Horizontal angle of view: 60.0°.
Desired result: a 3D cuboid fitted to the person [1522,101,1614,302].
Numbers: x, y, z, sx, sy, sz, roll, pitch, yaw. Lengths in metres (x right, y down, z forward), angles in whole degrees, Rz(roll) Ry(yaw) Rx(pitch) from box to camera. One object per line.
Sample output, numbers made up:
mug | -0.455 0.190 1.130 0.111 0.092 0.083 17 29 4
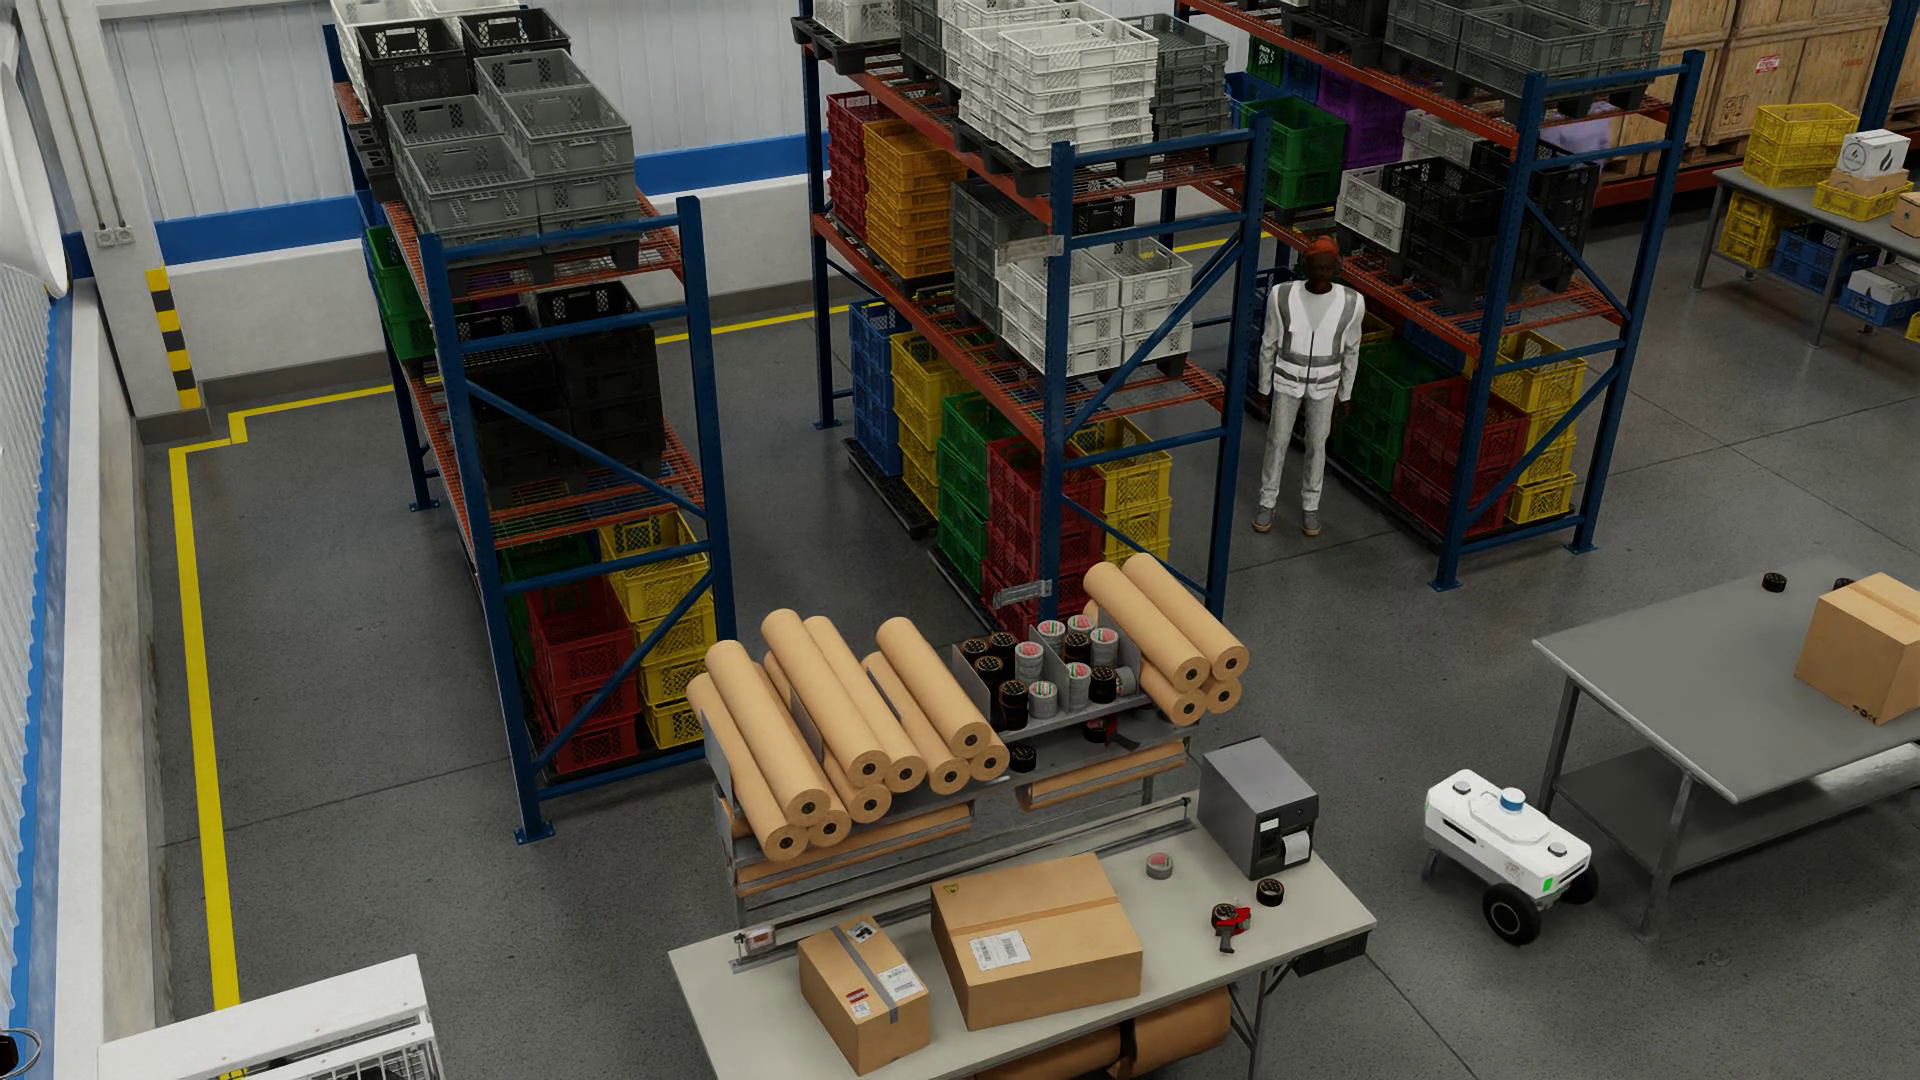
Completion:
person | 4.728 -2.741 12.872 0.765 1.895 0.373 -14 34 -21

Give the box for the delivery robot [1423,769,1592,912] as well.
delivery robot | 2.435 1.323 7.440 0.477 0.478 0.707 -21 37 -31

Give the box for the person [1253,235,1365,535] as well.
person | 2.050 -0.905 9.886 0.579 1.884 0.352 5 32 9
